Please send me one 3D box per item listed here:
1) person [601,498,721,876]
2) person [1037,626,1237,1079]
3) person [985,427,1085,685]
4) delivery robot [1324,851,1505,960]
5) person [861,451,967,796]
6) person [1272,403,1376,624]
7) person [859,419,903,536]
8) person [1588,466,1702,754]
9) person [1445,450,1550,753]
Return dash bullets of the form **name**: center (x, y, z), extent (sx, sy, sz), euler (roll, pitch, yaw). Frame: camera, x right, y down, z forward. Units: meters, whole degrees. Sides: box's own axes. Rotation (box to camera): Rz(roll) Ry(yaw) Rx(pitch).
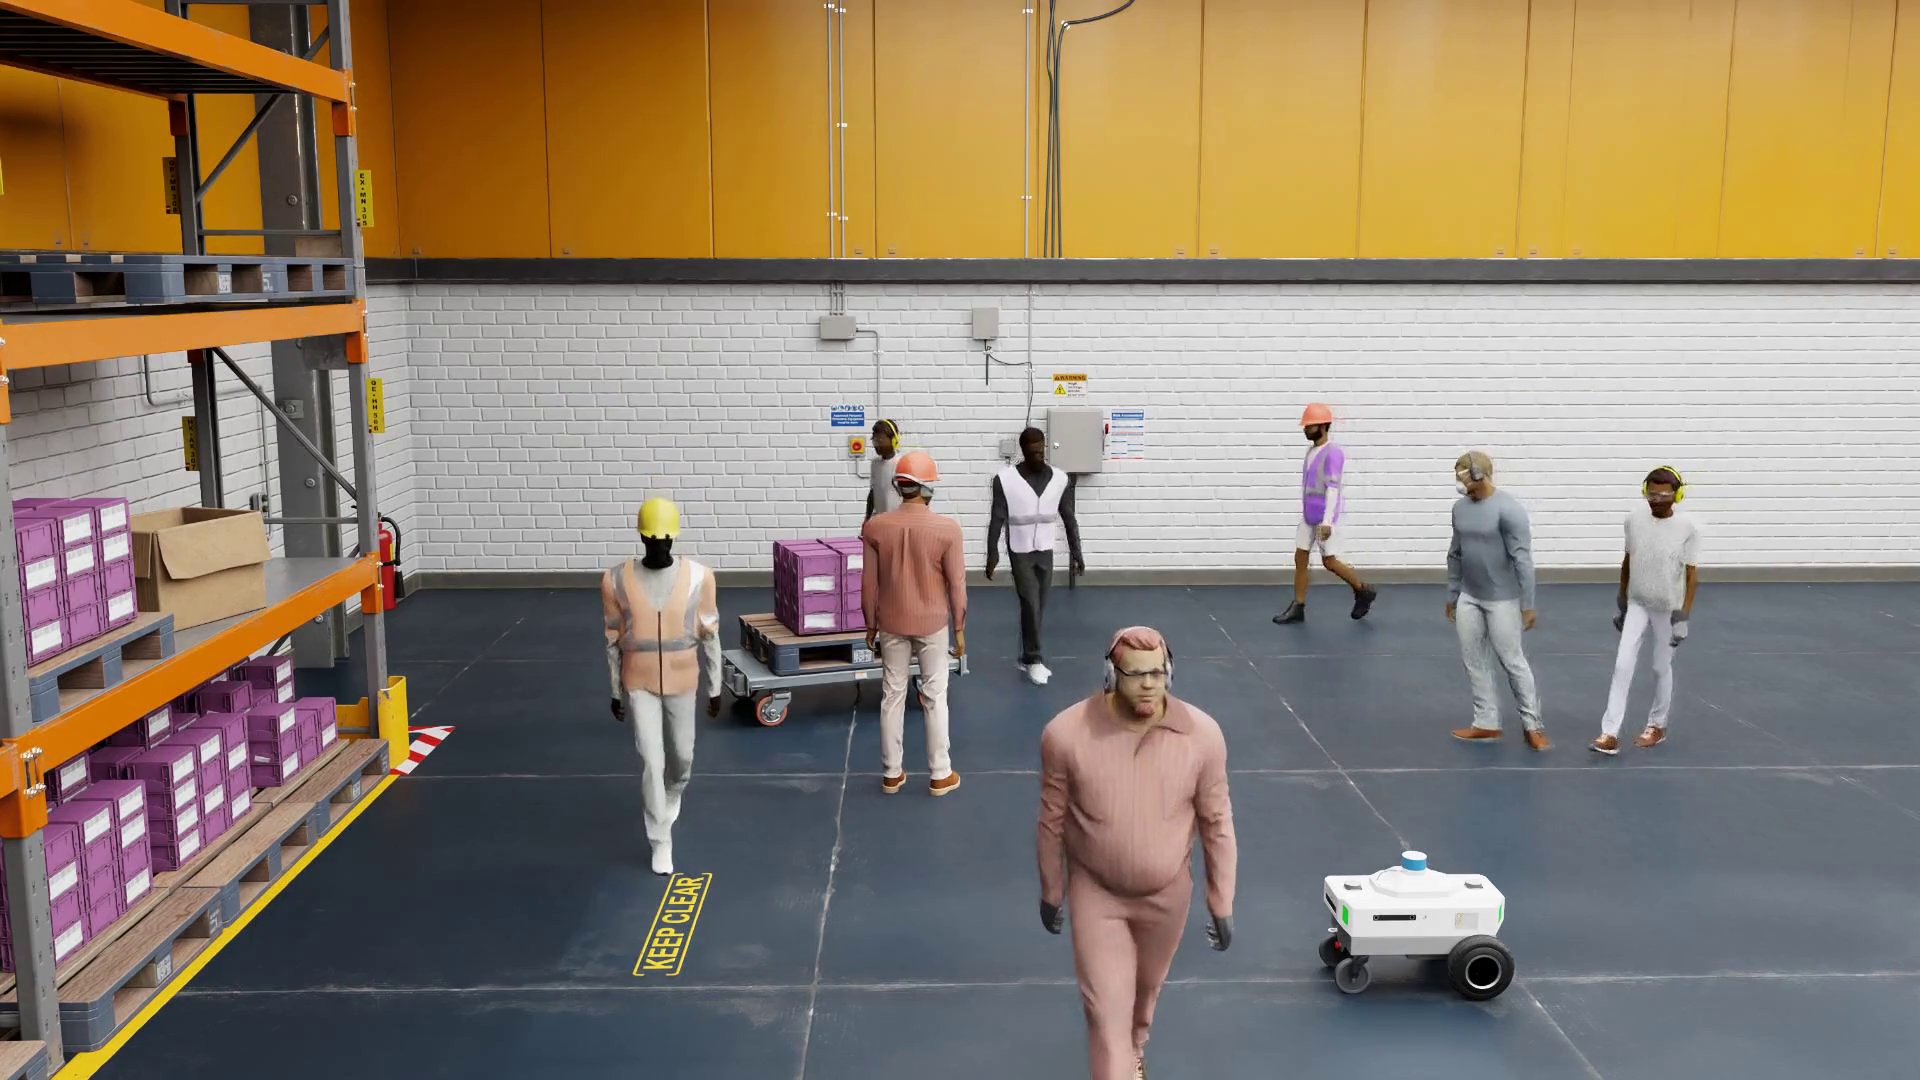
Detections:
- **person**: center (-1.542, 0.697, 8.624), extent (0.590, 1.896, 0.854), euler (-2, 9, -12)
- **person**: center (0.604, 1.187, 5.741), extent (0.663, 1.855, 1.007), euler (-1, 9, -6)
- **person**: center (0.574, 0.111, 12.193), extent (0.746, 1.882, 0.682), euler (-4, 10, -25)
- **delivery robot**: center (1.919, 1.568, 7.068), extent (0.707, 0.478, 0.477), euler (0, 9, -1)
- **person**: center (-0.258, 0.481, 9.619), extent (0.618, 1.990, 0.394), euler (2, 10, 13)
- **person**: center (3.142, -0.222, 14.205), extent (0.848, 1.915, 0.551), euler (-3, 10, -17)
- **person**: center (-0.575, -0.060, 13.384), extent (0.525, 1.843, 0.562), euler (-6, 11, -34)
- **person**: center (4.244, 0.454, 10.298), extent (0.534, 1.823, 0.929), euler (8, 13, 42)
- **person**: center (3.442, 0.378, 10.574), extent (0.547, 1.897, 0.740), euler (-4, 10, -25)
